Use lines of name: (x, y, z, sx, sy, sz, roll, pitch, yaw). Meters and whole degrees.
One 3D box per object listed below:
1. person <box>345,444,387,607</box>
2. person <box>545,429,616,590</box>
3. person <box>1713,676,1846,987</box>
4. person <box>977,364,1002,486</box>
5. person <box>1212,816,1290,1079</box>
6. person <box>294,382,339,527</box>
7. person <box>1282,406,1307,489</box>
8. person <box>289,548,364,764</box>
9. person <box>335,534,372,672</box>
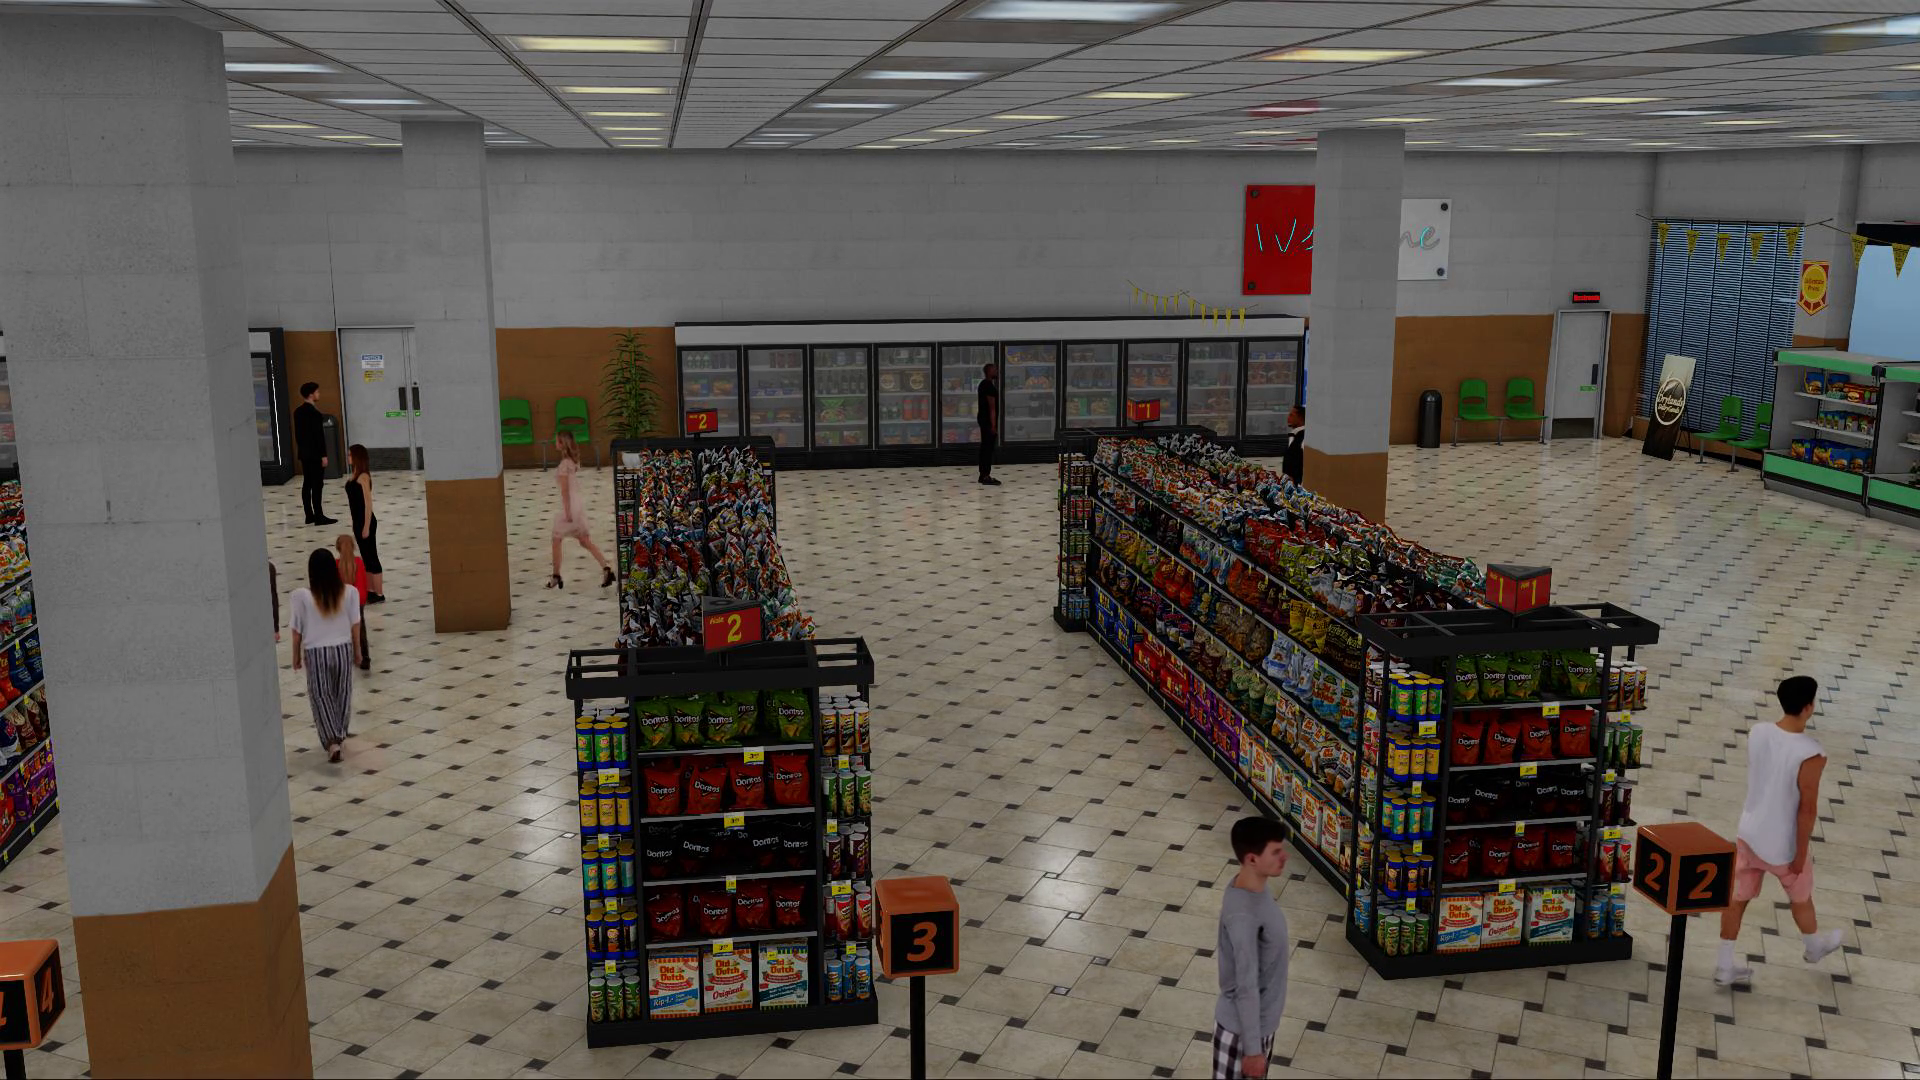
person: (-6.371, -0.174, 17.802, 0.708, 1.725, 0.587, -8, 15, -35)
person: (-4.156, -0.294, 18.210, 1.026, 1.793, 1.118, 5, 13, 21)
person: (4.401, 1.644, 9.144, 0.910, 1.736, 1.136, -6, 13, -26)
person: (0.426, -1.758, 25.099, 0.717, 1.819, 0.484, -2, 12, -11)
person: (1.198, 2.038, 7.002, 0.763, 1.847, 0.631, 3, 12, 16)
person: (-8.588, -1.149, 22.033, 0.767, 1.890, 0.841, 9, 15, 37)
person: (3.946, -0.614, 19.426, 0.758, 1.918, 0.504, -3, 12, -12)
person: (-4.869, 0.910, 12.830, 0.925, 1.653, 1.173, -7, 14, -31)
person: (-5.583, 0.598, 15.264, 0.713, 1.260, 0.972, -7, 14, -29)
